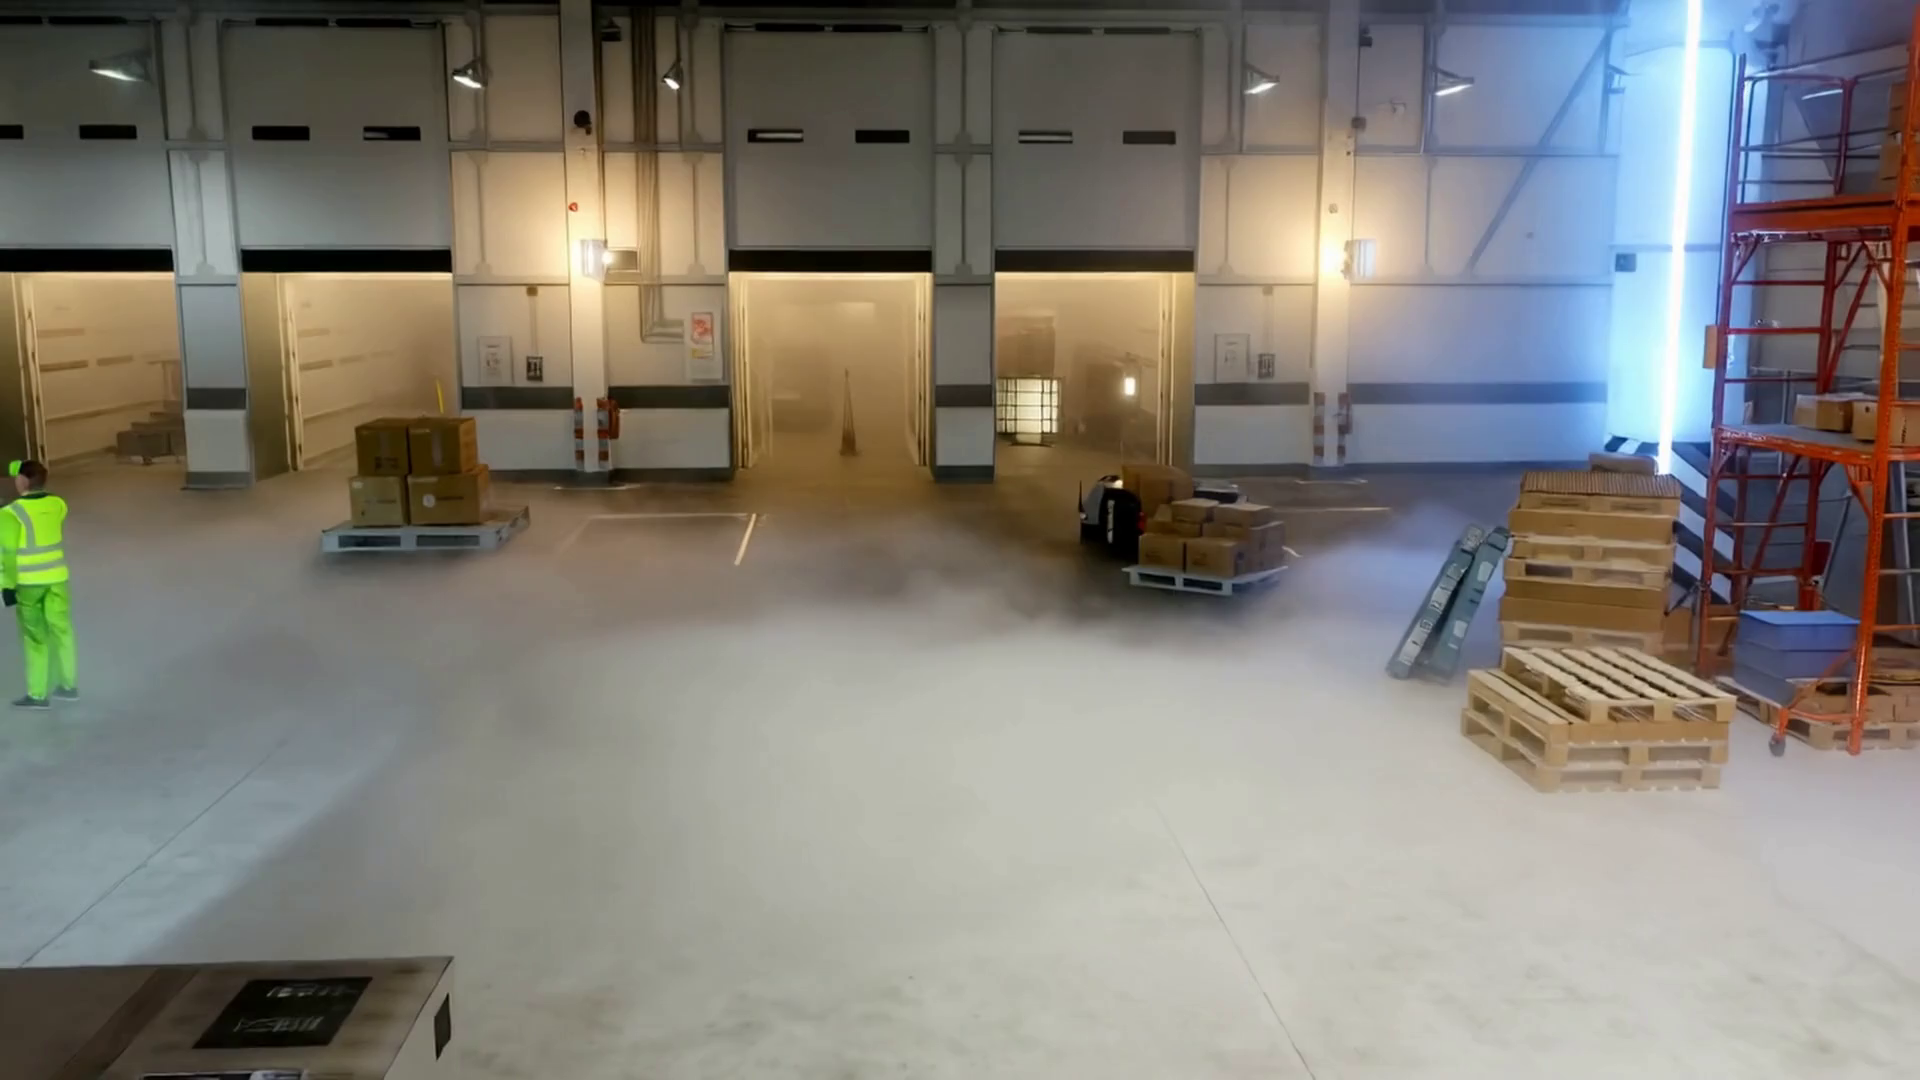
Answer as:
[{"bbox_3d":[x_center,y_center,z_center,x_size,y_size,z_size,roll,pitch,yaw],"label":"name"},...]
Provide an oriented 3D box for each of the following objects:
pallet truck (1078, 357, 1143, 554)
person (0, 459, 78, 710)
[{"bbox_3d":[2.088,-0.836,16.757,1.885,1.965,0.823,2,9,13],"label":"pallet truck"},{"bbox_3d":[-6.016,0.284,10.878,0.311,1.633,0.519,3,10,18],"label":"person"}]
